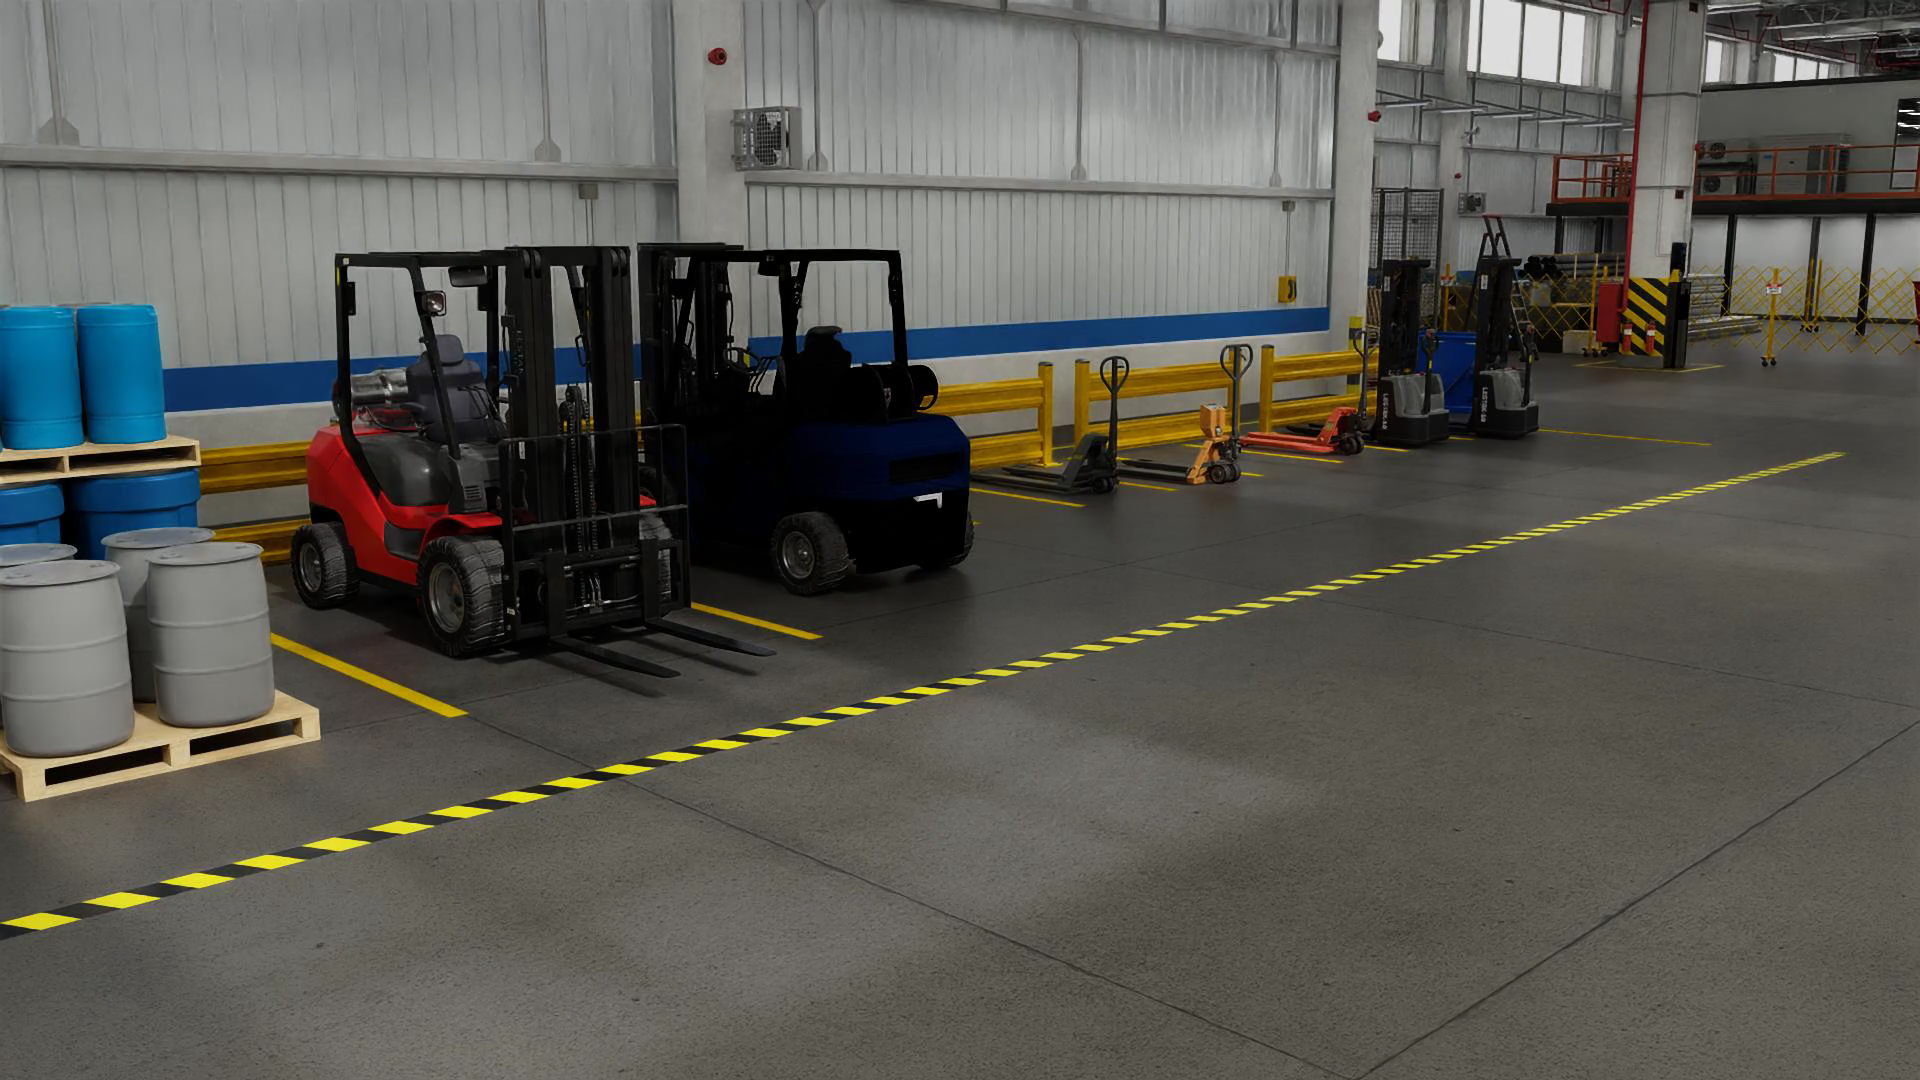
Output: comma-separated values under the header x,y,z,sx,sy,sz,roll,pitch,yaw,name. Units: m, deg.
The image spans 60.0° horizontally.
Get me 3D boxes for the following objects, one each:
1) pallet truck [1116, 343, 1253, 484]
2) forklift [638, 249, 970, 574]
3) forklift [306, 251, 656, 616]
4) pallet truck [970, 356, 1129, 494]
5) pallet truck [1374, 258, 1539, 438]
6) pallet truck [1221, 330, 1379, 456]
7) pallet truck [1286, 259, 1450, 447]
x,y,z,sx,sy,sz,roll,pitch,yaw,name
1.962,-1.215,15.415,1.522,1.261,0.704,10,14,43,pallet truck
-1.173,-0.958,11.239,2.680,1.987,1.157,10,14,43,forklift
-2.833,-0.669,9.694,1.157,1.987,2.680,-10,14,-44,forklift
0.784,-1.085,14.876,0.680,1.201,1.601,-10,14,-44,pallet truck
5.704,-2.208,18.901,1.885,1.965,0.823,10,14,43,pallet truck
3.563,-1.581,17.381,0.653,1.274,1.630,-10,14,-44,pallet truck
4.493,-2.078,18.196,0.823,1.965,1.885,-9,14,-40,pallet truck
